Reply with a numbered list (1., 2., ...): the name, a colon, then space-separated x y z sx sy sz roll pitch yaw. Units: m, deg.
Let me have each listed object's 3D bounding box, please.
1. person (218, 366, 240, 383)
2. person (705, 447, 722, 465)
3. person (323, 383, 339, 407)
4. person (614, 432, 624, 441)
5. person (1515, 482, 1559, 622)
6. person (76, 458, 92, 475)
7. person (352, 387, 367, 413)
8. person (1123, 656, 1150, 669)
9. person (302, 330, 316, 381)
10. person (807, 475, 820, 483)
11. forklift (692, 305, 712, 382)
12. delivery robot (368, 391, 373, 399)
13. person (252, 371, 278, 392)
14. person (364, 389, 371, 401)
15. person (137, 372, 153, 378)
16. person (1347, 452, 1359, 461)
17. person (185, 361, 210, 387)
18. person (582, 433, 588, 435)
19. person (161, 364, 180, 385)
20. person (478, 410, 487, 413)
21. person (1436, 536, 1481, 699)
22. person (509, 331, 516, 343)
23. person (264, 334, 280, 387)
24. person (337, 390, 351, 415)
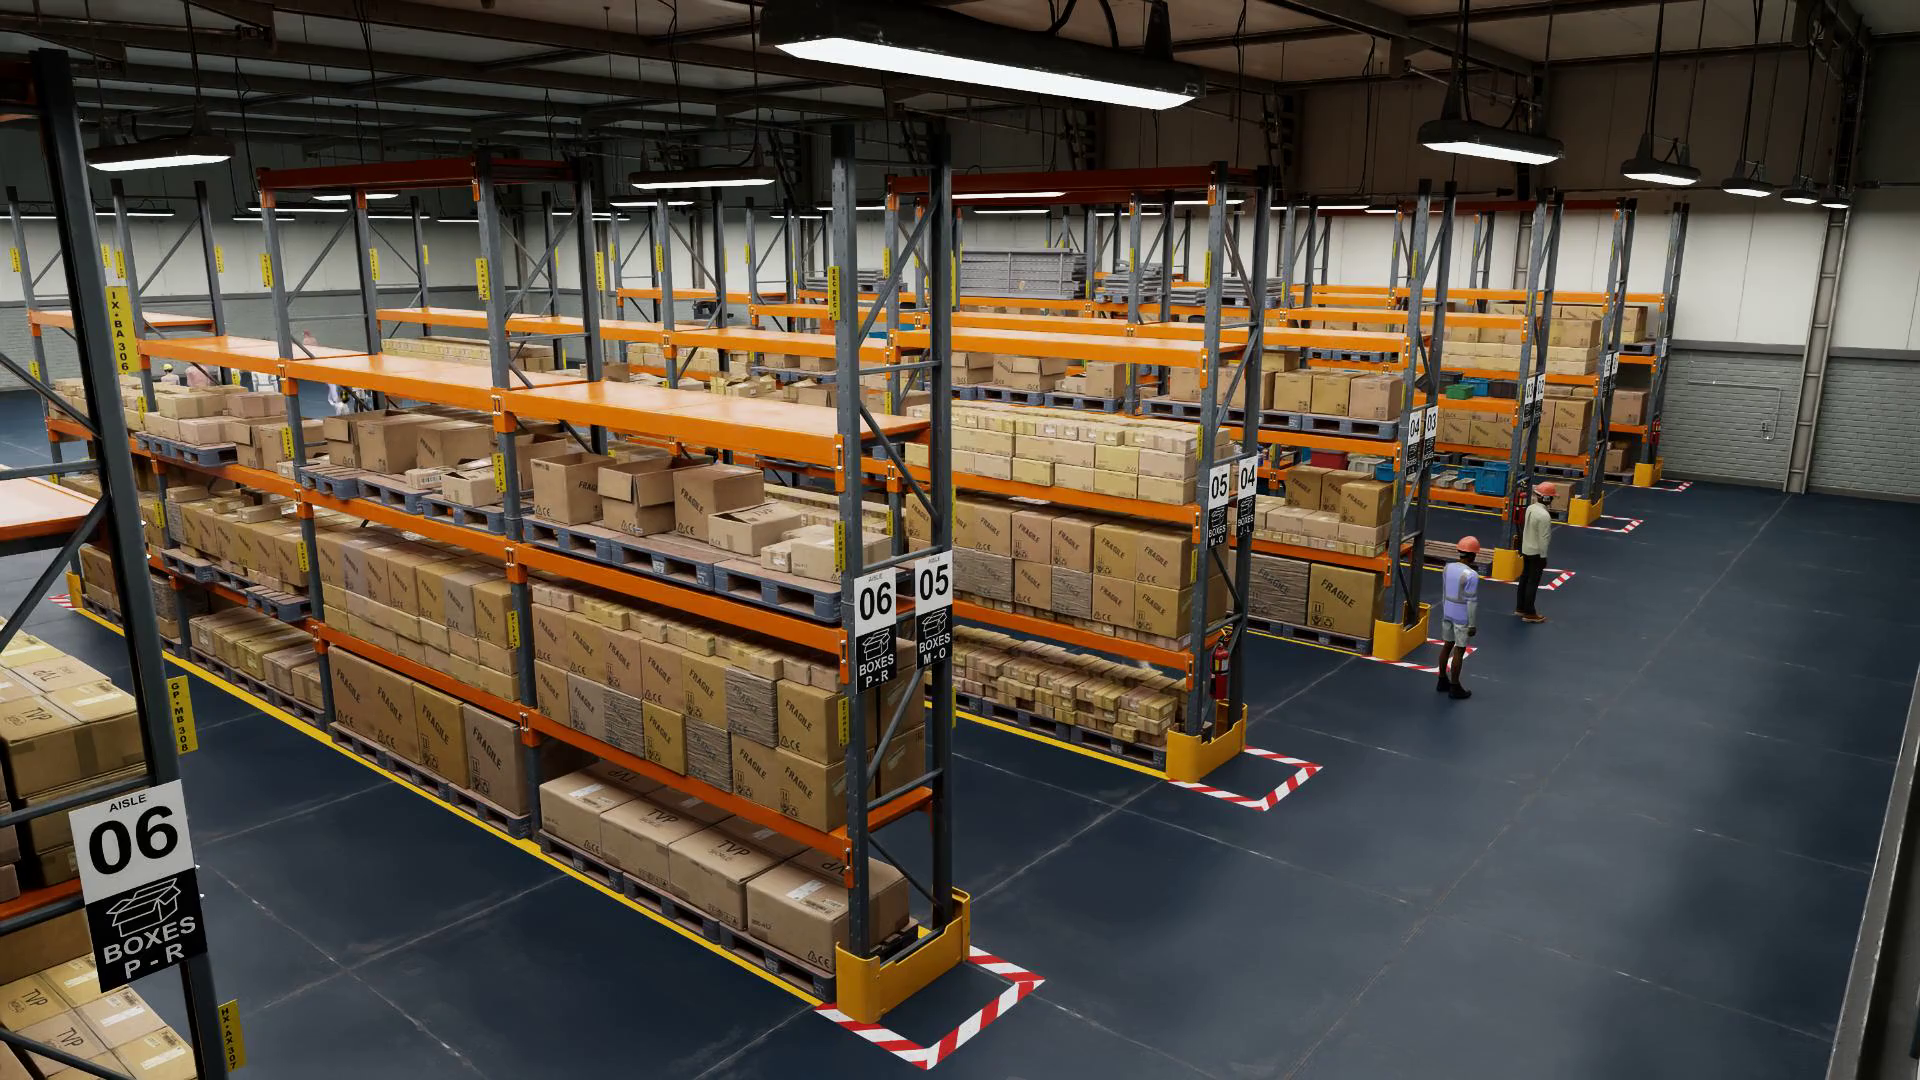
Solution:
1. person: -22.908 -5.031 39.439 0.423 1.873 0.599 5 15 20
2. person: -4.270 -0.743 21.849 0.429 1.843 0.633 5 15 21
3. person: -20.058 -5.212 40.180 0.910 1.872 0.642 8 16 28
4. person: -8.776 -3.258 32.084 0.592 1.904 0.754 -4 14 -16
5. person: 8.178 0.159 17.840 0.406 1.987 0.615 1 14 3
6. person: -14.625 -0.545 21.264 0.493 1.731 0.407 -3 14 -13
7. person: -17.610 -4.451 36.900 0.358 1.938 0.542 3 14 11
8. person: 2.133 0.895 15.170 0.623 1.825 0.816 -10 17 -36
9. person: -24.316 -6.928 47.199 0.754 1.882 0.645 5 14 19
10. person: -3.306 -2.240 27.851 0.643 1.920 0.529 -9 16 -32
11. forklift: -9.511 -7.392 47.124 1.873 2.768 1.129 11 17 38
12. delivery robot: -18.520 -4.595 39.725 0.335 0.223 0.698 -8 16 -29
13. person: -19.510 -4.148 35.432 0.615 2.042 0.374 -4 14 -16
14. person: -19.365 -5.420 41.486 0.543 1.647 0.904 1 14 3
15. person: -27.852 -5.908 42.965 0.684 1.902 0.589 0 14 0
16. person: 7.730 -1.620 25.509 0.704 1.807 0.627 10 17 34
17. person: -22.404 -4.469 37.117 0.670 1.876 0.645 8 16 29
18. person: -6.725 -0.977 22.681 0.424 1.911 0.585 6 15 22
19. person: -22.556 -4.155 36.041 0.310 1.769 0.523 6 15 22
20. person: -14.005 -4.241 36.702 0.515 1.616 0.343 -13 19 -43
21. person: 5.927 0.900 14.914 0.389 1.929 0.545 -4 14 -15
22. person: -17.074 -7.020 47.675 0.404 1.836 0.600 6 15 23
23. person: -23.825 -6.089 43.513 0.696 2.000 0.639 -2 14 -10
24. person: -14.520 -2.605 29.492 0.632 1.848 0.551 -5 14 -19
